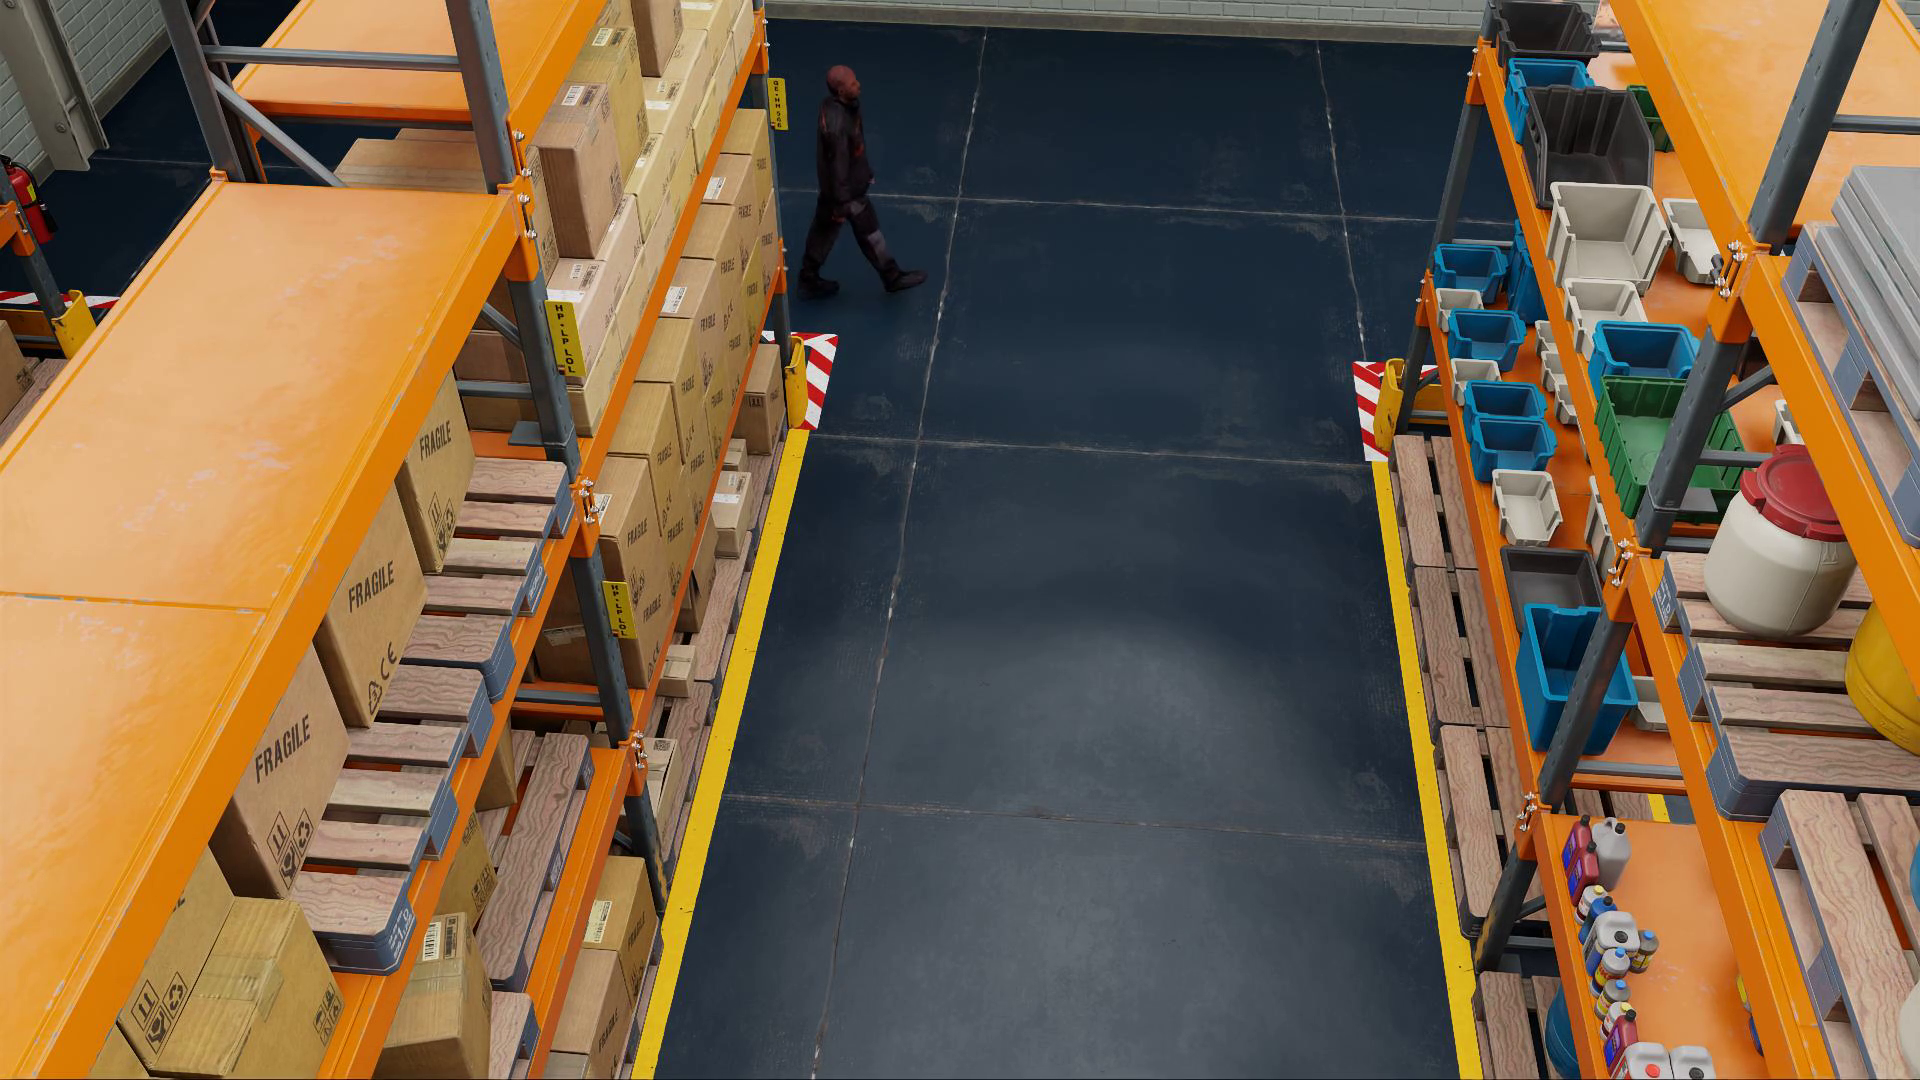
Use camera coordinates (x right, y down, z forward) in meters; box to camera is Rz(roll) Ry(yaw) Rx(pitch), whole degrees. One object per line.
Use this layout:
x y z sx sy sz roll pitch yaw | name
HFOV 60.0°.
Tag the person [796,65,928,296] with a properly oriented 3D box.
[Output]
-0.909 -2.432 11.503 0.992 1.790 1.201 -8 44 -8 | person
